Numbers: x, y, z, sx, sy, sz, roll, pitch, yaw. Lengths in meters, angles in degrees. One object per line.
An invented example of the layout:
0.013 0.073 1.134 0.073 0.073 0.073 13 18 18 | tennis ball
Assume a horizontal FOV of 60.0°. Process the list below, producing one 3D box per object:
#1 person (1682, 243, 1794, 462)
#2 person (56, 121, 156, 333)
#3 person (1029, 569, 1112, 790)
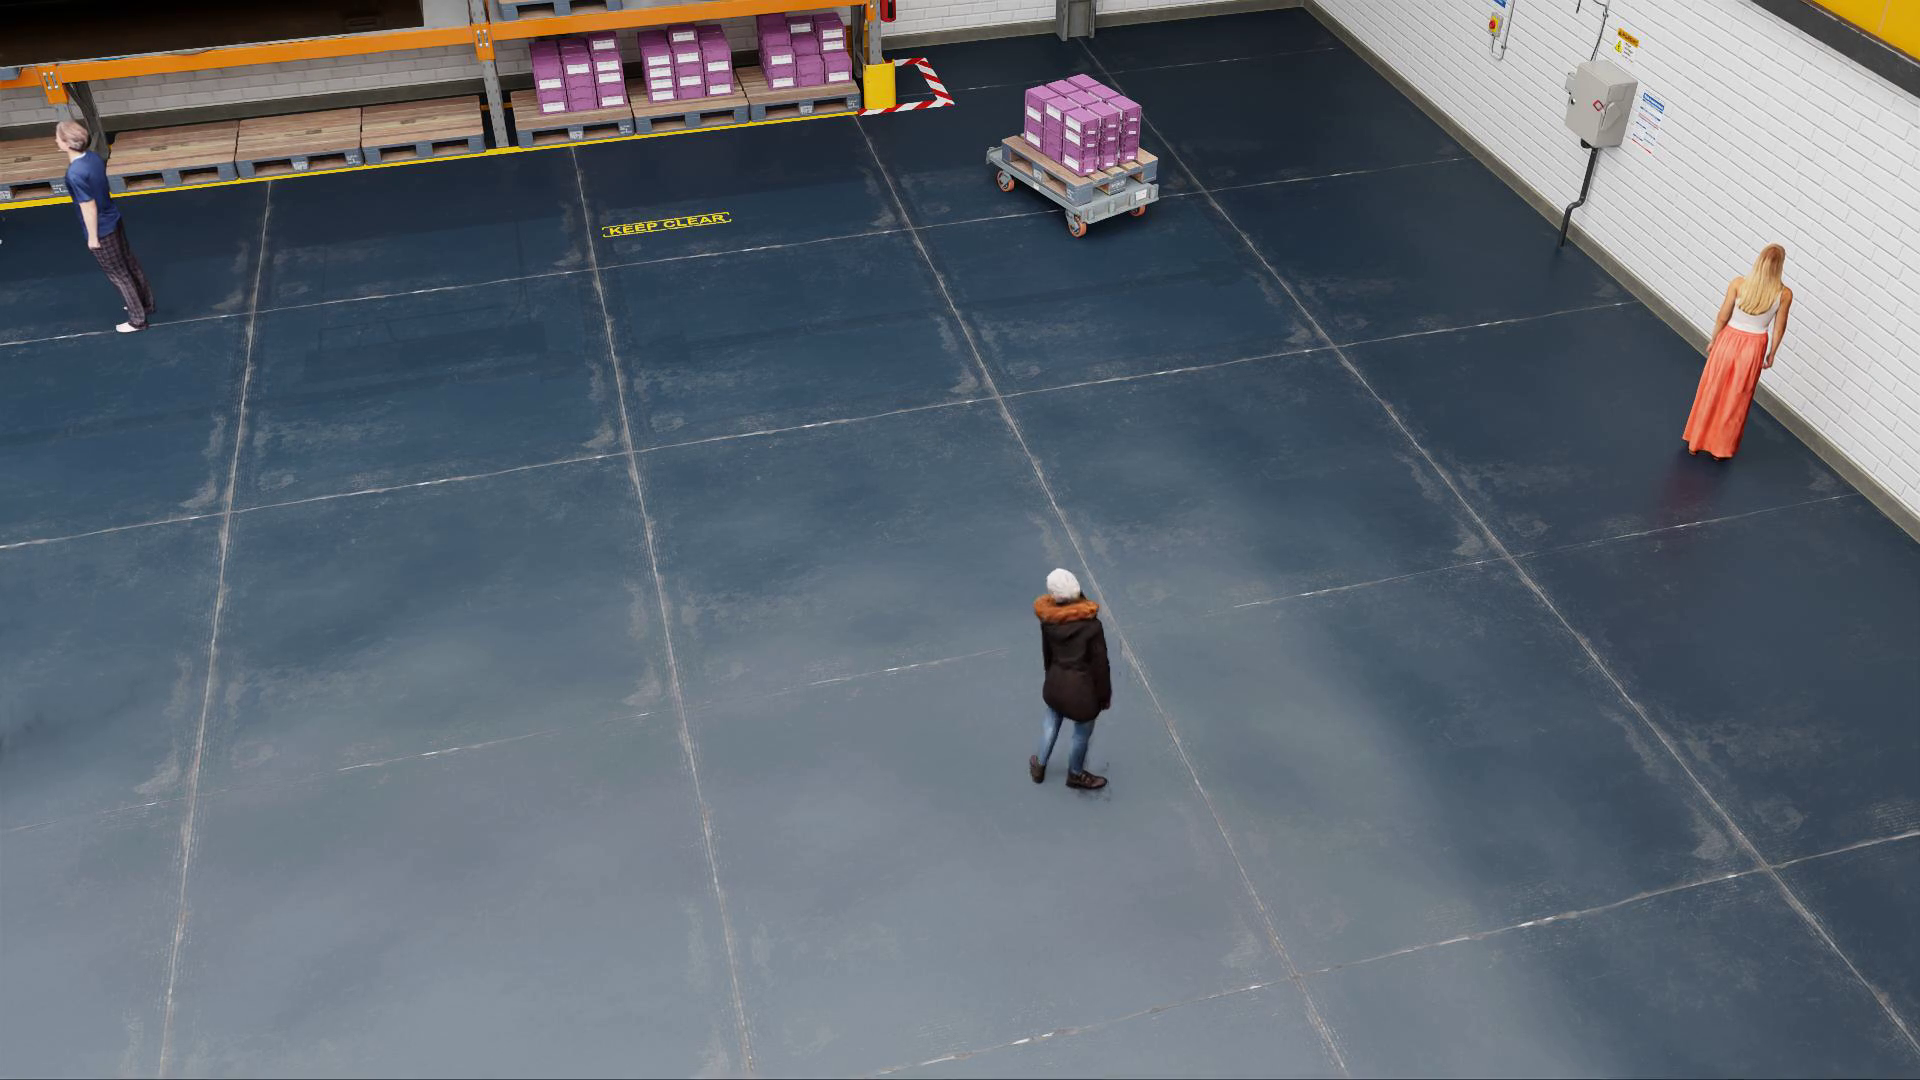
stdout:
5.862 -1.410 12.516 0.729 1.801 0.783 21 43 25 | person
-7.209 -2.646 14.007 0.613 1.871 0.705 -2 39 -3 | person
0.697 0.872 9.811 0.801 1.611 0.784 -22 44 -25 | person
